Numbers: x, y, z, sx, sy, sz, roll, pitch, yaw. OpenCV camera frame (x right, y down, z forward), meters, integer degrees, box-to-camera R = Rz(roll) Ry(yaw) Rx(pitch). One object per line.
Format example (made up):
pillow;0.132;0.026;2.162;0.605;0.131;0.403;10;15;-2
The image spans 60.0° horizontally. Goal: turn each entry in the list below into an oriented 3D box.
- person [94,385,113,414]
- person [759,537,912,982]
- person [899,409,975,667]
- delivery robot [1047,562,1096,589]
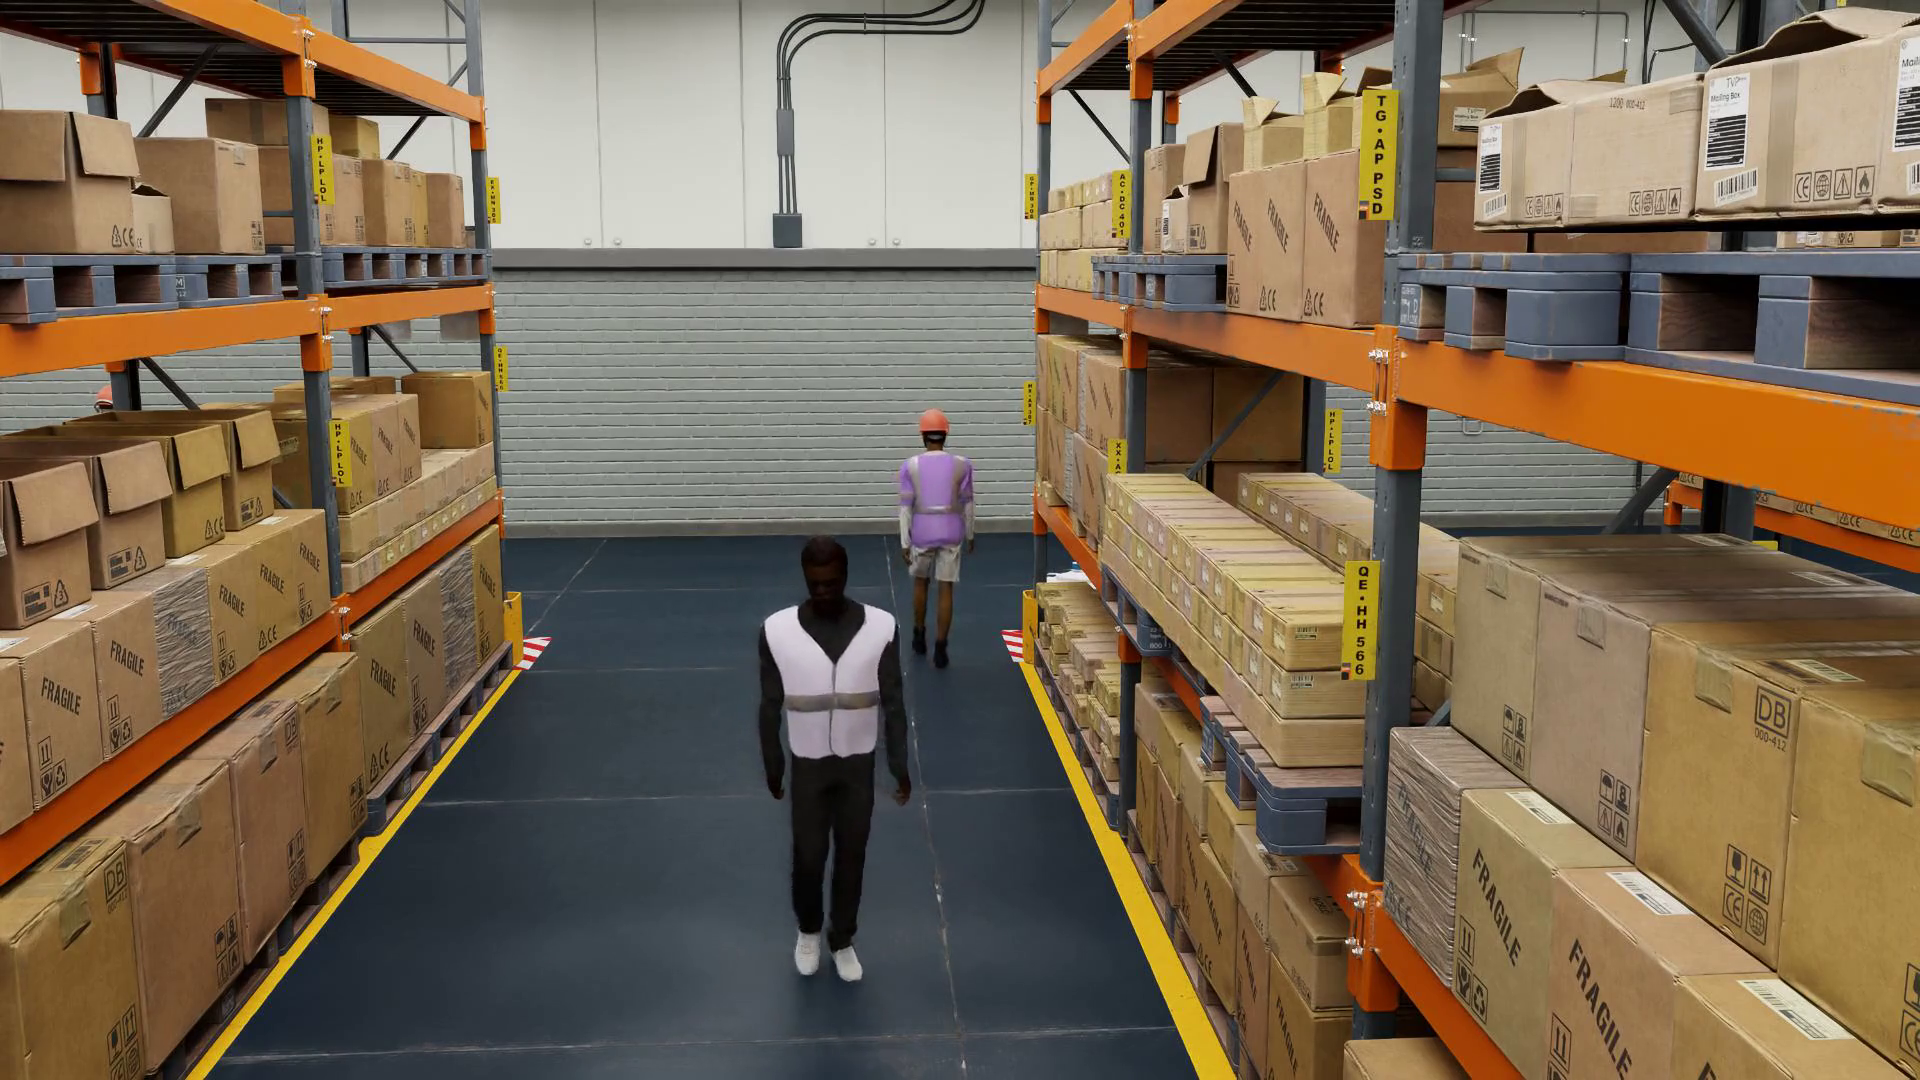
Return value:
person;-6.995;-0.293;13.835;0.617;1.989;0.402;0;10;-2
person;-0.521;0.919;6.950;0.603;1.899;0.460;-2;10;-14
person;-0.170;-0.041;12.577;0.560;1.902;0.855;0;10;1
delivery robot;0.969;0.418;13.574;0.707;0.478;0.477;6;11;33
